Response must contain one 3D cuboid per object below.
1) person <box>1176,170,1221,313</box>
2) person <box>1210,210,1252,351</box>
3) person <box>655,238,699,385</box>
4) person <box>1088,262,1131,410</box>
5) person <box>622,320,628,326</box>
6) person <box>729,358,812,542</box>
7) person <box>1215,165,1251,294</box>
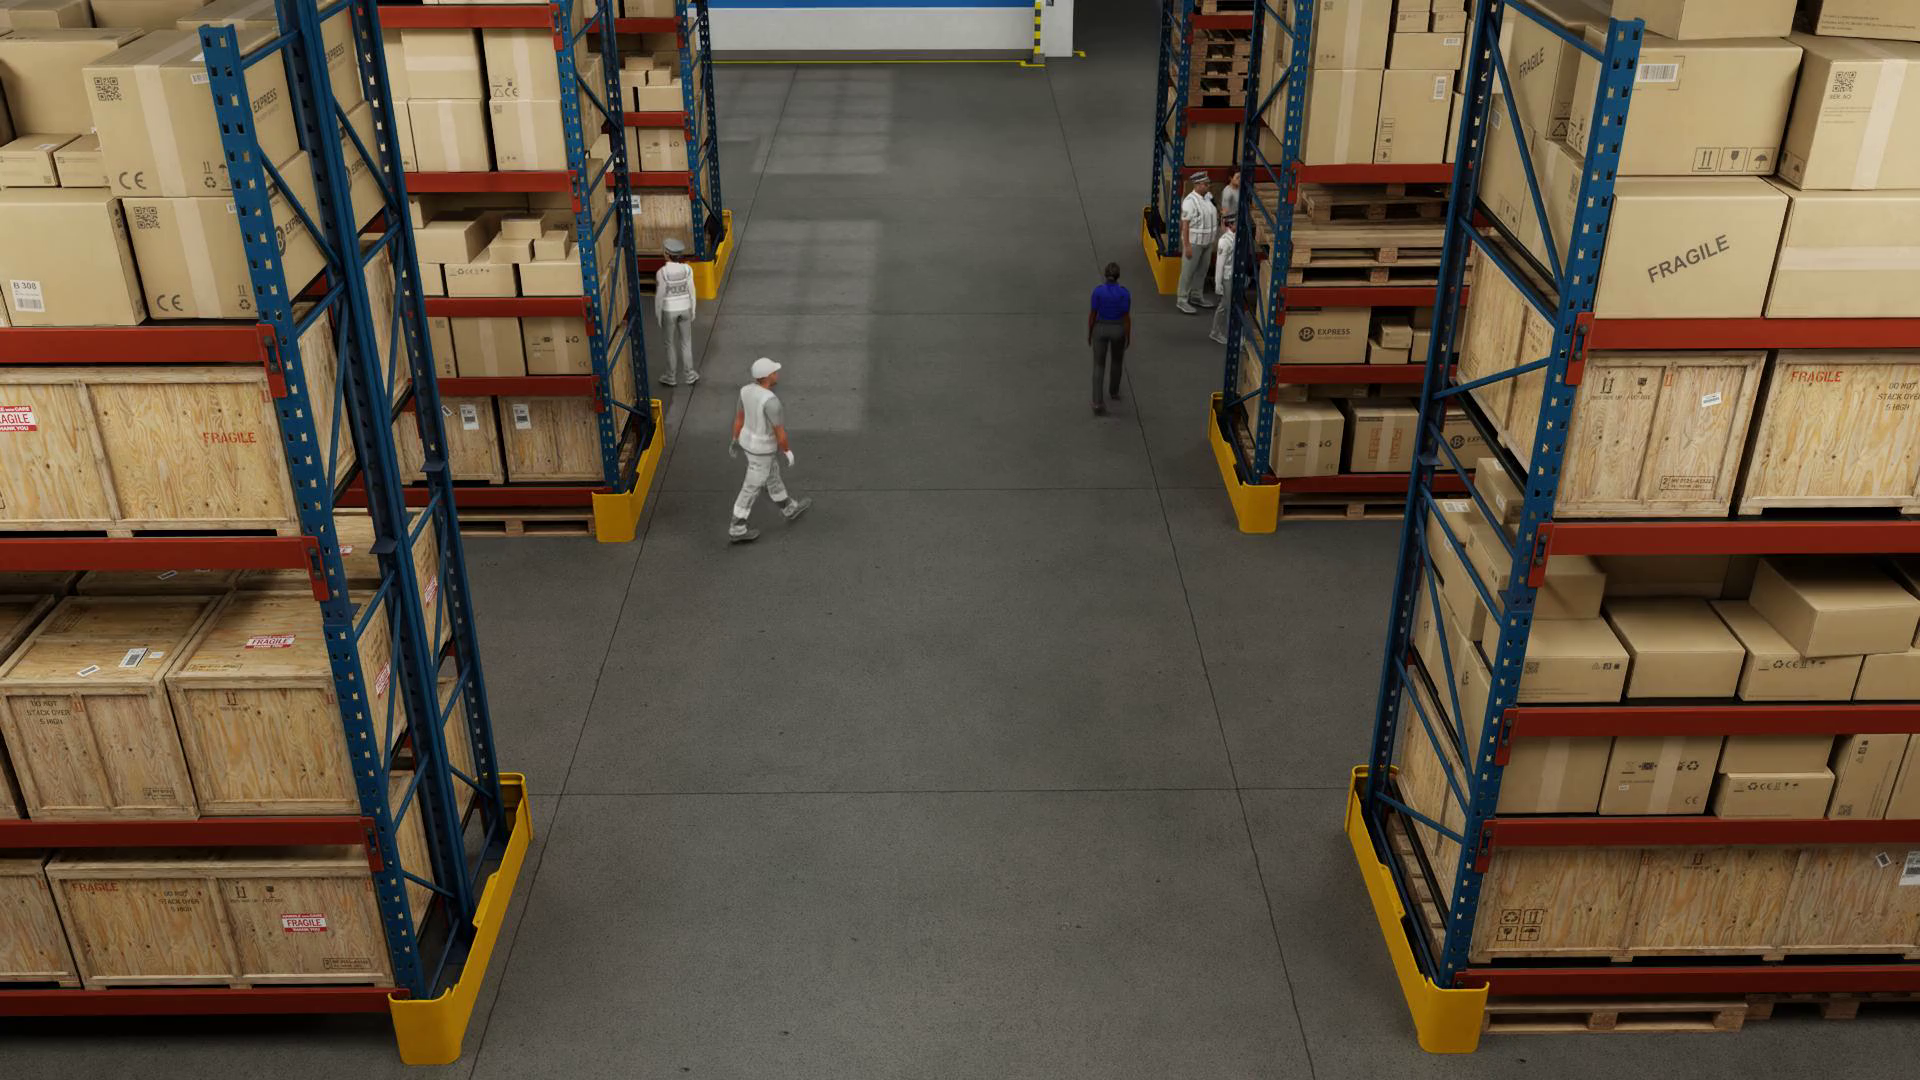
[{"bbox_3d":[2.999,-3.757,20.843,0.396,1.774,0.536,25,37,38],"label":"person"},{"bbox_3d":[3.336,-3.089,19.722,0.739,1.686,0.498,20,34,33],"label":"person"},{"bbox_3d":[-3.211,-2.575,18.748,0.501,1.695,0.357,-17,32,-28],"label":"person"},{"bbox_3d":[1.635,-2.270,18.262,0.462,1.661,0.751,2,28,4],"label":"person"},{"bbox_3d":[-3.854,-2.365,18.424,0.343,1.661,0.434,0,28,0],"label":"person"},{"bbox_3d":[-1.785,-0.874,15.518,0.952,1.745,0.567,-17,33,-29],"label":"person"},{"bbox_3d":[3.521,-3.995,21.403,0.443,1.677,0.475,14,31,24],"label":"person"}]
